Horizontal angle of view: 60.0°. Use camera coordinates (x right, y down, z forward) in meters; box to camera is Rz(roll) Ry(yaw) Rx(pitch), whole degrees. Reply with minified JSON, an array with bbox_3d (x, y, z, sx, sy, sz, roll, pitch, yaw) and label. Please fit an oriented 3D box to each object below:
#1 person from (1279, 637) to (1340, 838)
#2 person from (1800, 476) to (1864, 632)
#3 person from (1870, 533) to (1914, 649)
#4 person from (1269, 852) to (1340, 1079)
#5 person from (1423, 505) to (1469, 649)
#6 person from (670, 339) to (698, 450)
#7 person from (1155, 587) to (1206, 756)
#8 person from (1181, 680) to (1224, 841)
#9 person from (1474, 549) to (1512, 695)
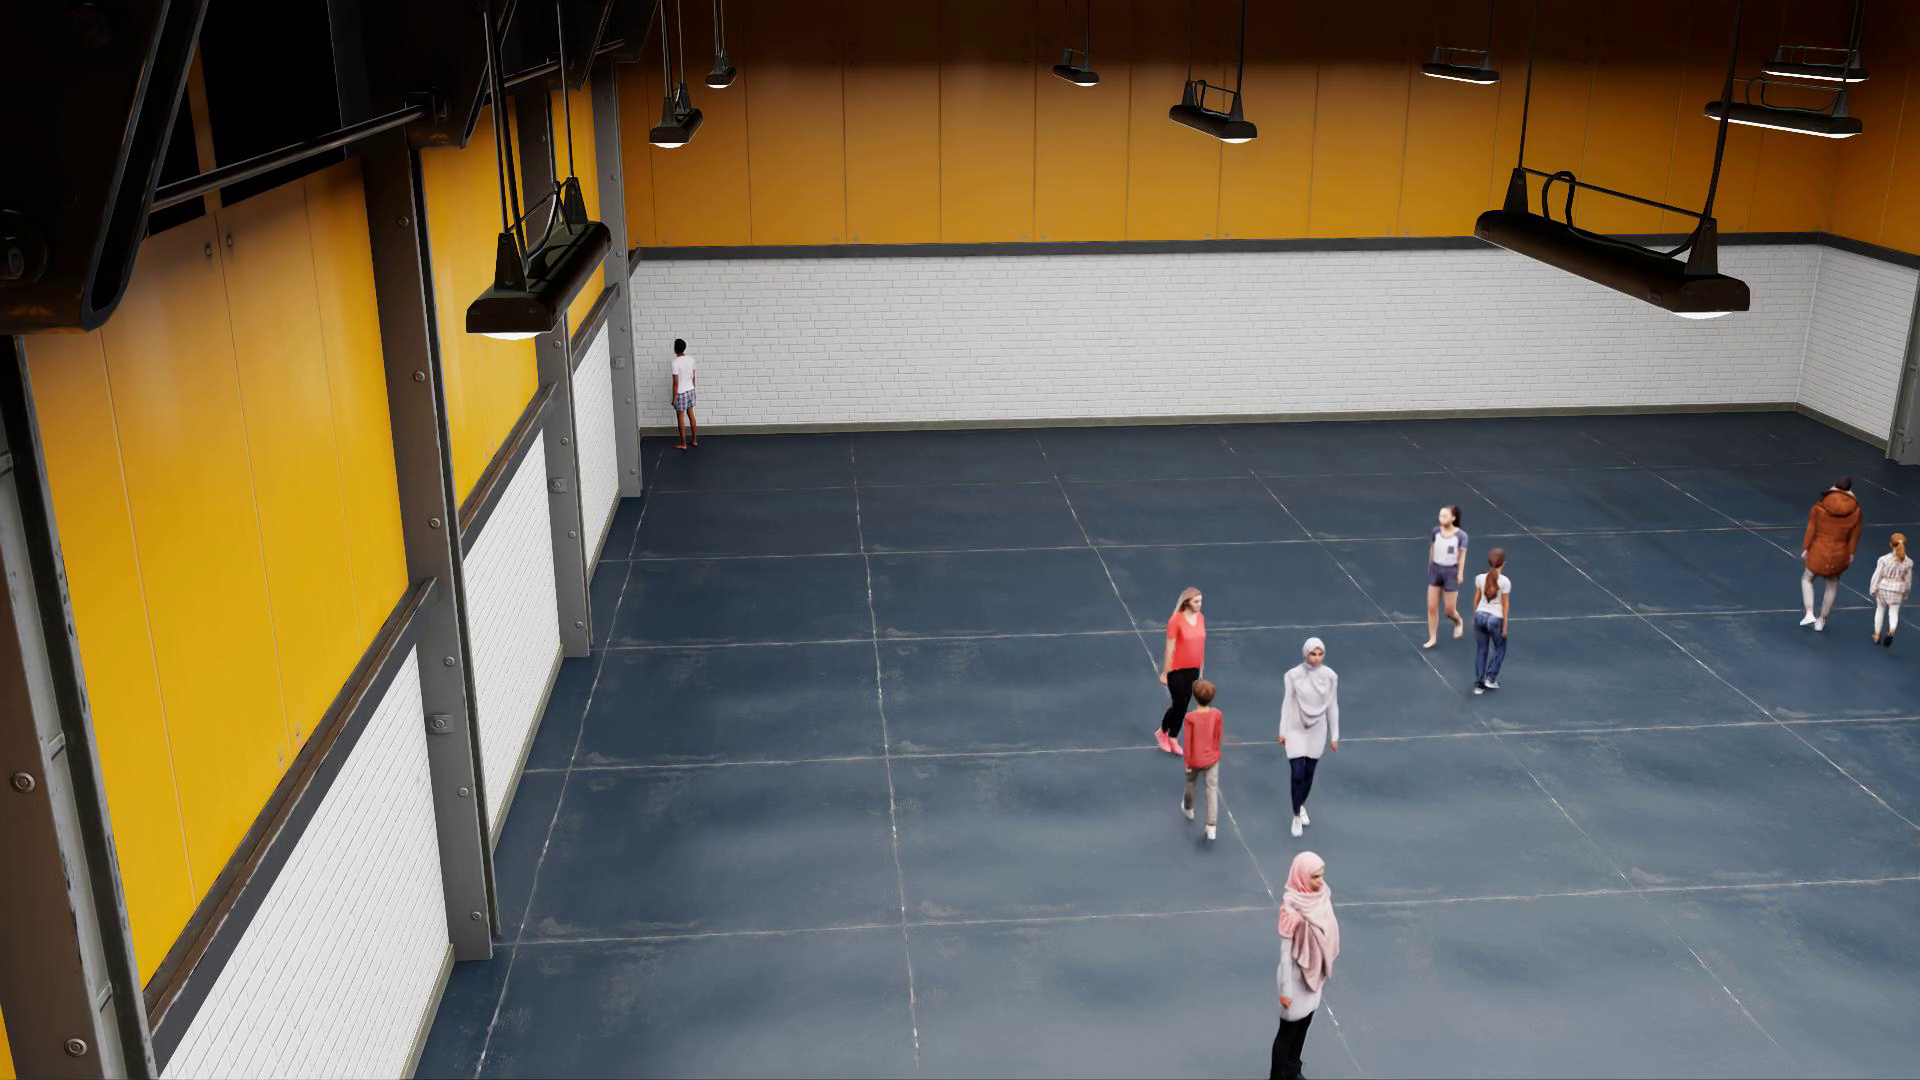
[{"bbox_3d":[2.998,1.646,14.465,0.666,1.759,0.795,0,19,0],"label":"person"},{"bbox_3d":[9.771,0.184,18.699,0.860,1.827,0.900,6,20,18],"label":"person"},{"bbox_3d":[10.288,0.580,18.354,0.734,1.297,0.855,7,20,19],"label":"person"},{"bbox_3d":[2.219,2.848,10.827,0.725,1.803,0.772,-18,25,-42],"label":"person"},{"bbox_3d":[5.393,0.401,18.360,0.898,1.632,0.852,-17,25,-41],"label":"person"},{"bbox_3d":[-4.371,-2.320,26.286,0.764,1.731,0.699,14,23,37],"label":"person"},{"bbox_3d":[2.054,1.227,15.841,0.757,1.675,0.793,-11,22,-31],"label":"person"},{"bbox_3d":[2.109,1.908,14.272,0.509,1.386,0.943,-1,19,-4],"label":"person"},{"bbox_3d":[5.437,0.854,17.139,0.674,1.554,0.733,15,24,37],"label":"person"}]
